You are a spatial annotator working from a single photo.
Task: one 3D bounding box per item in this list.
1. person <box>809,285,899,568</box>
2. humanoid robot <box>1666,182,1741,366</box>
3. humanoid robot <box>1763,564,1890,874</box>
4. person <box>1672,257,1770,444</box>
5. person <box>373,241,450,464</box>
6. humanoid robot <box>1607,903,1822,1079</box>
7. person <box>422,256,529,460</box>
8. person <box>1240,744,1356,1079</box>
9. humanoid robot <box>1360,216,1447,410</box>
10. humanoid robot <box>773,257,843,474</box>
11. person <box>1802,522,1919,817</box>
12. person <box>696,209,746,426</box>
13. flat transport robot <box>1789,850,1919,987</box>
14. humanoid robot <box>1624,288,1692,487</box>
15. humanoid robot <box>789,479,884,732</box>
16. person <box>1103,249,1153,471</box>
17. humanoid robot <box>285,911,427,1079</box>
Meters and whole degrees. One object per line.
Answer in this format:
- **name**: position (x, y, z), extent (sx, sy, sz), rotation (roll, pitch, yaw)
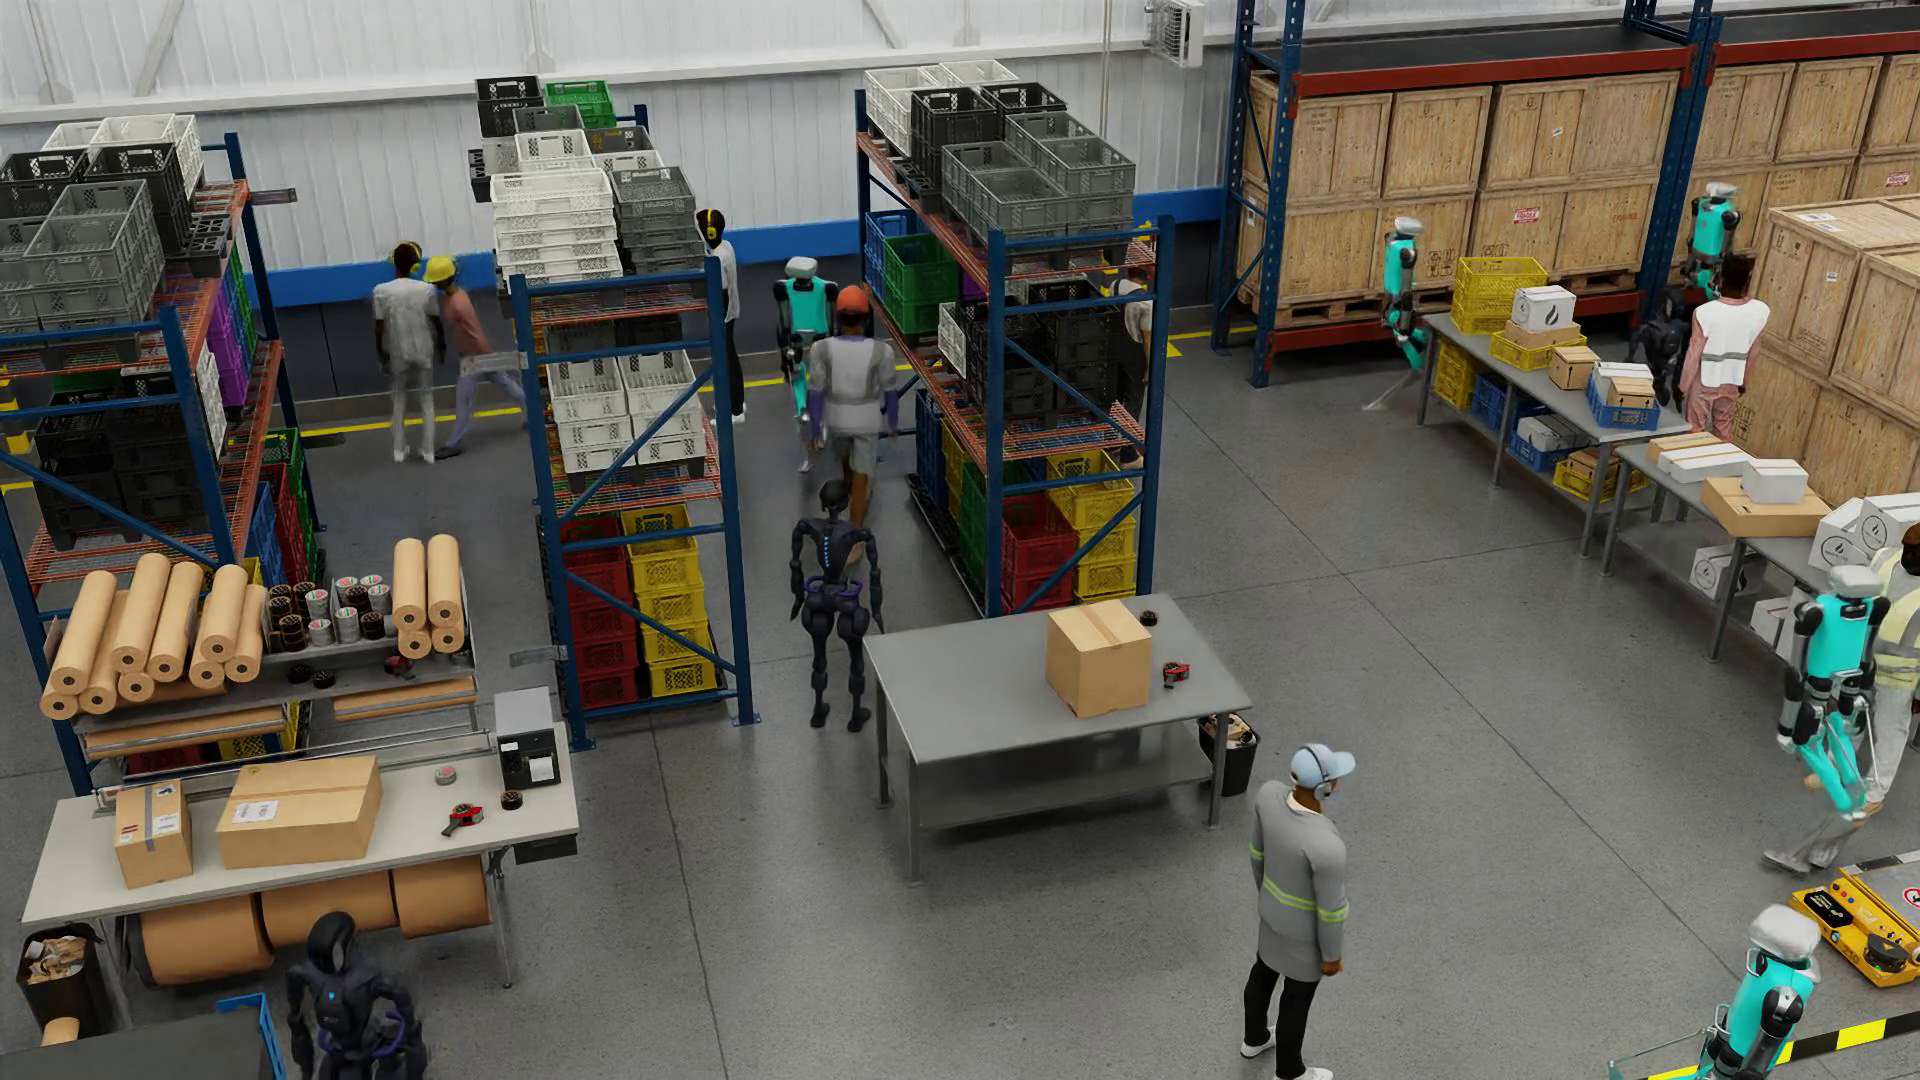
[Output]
- **person**: position (-0.746, -0.873, 11.977), extent (0.610, 1.968, 1.126), rotation (4, 29, 8)
- **humanoid robot**: position (6.929, -2.386, 15.026), extent (1.009, 1.767, 0.530), rotation (-9, 30, -16)
- **humanoid robot**: position (4.646, 1.019, 8.714), extent (0.533, 1.714, 0.762), rotation (-8, 30, -14)
- **person**: position (5.743, -1.206, 12.651), extent (0.589, 1.912, 0.399), rotation (-3, 29, -6)
- **person**: position (-4.351, -1.468, 13.220), extent (0.577, 1.835, 0.342), rotation (-6, 29, -11)
- **humanoid robot**: position (2.889, 2.108, 6.666), extent (0.735, 1.673, 0.533), rotation (13, 31, 22)
- **person**: position (-3.908, -1.541, 13.479), extent (0.978, 1.696, 0.561), rotation (-12, 31, -20)
- **person**: position (1.520, 1.683, 7.456), extent (0.370, 1.852, 0.588), rotation (-14, 32, -23)
- **humanoid robot**: position (3.981, -1.890, 14.104), extent (0.978, 1.768, 0.539), rotation (-3, 29, -5)
- **humanoid robot**: position (-1.223, -1.299, 13.038), extent (0.556, 1.753, 1.041), rotation (6, 29, 10)
- **person**: position (5.156, 0.707, 9.254), extent (0.429, 1.837, 0.622), rotation (-10, 30, -18)
- **person**: position (-1.991, -1.854, 13.879), extent (0.309, 1.864, 0.531), rotation (-1, 29, -1)
- **flat transport robot**: position (5.163, 1.916, 8.676), extent (1.431, 0.231, 0.659), rotation (-8, 30, -14)
- **humanoid robot**: position (5.294, -1.158, 12.803), extent (0.594, 1.646, 0.317), rotation (-8, 30, -15)
- **humanoid robot**: position (-0.747, 0.393, 9.980), extent (0.608, 1.653, 0.308), rotation (6, 29, 12)
- **person**: position (1.352, -1.433, 13.147), extent (0.344, 1.839, 0.499), rotation (-18, 34, -30)
- **humanoid robot**: position (-2.425, 2.124, 6.890), extent (0.600, 1.655, 0.722), rotation (3, 29, 6)
